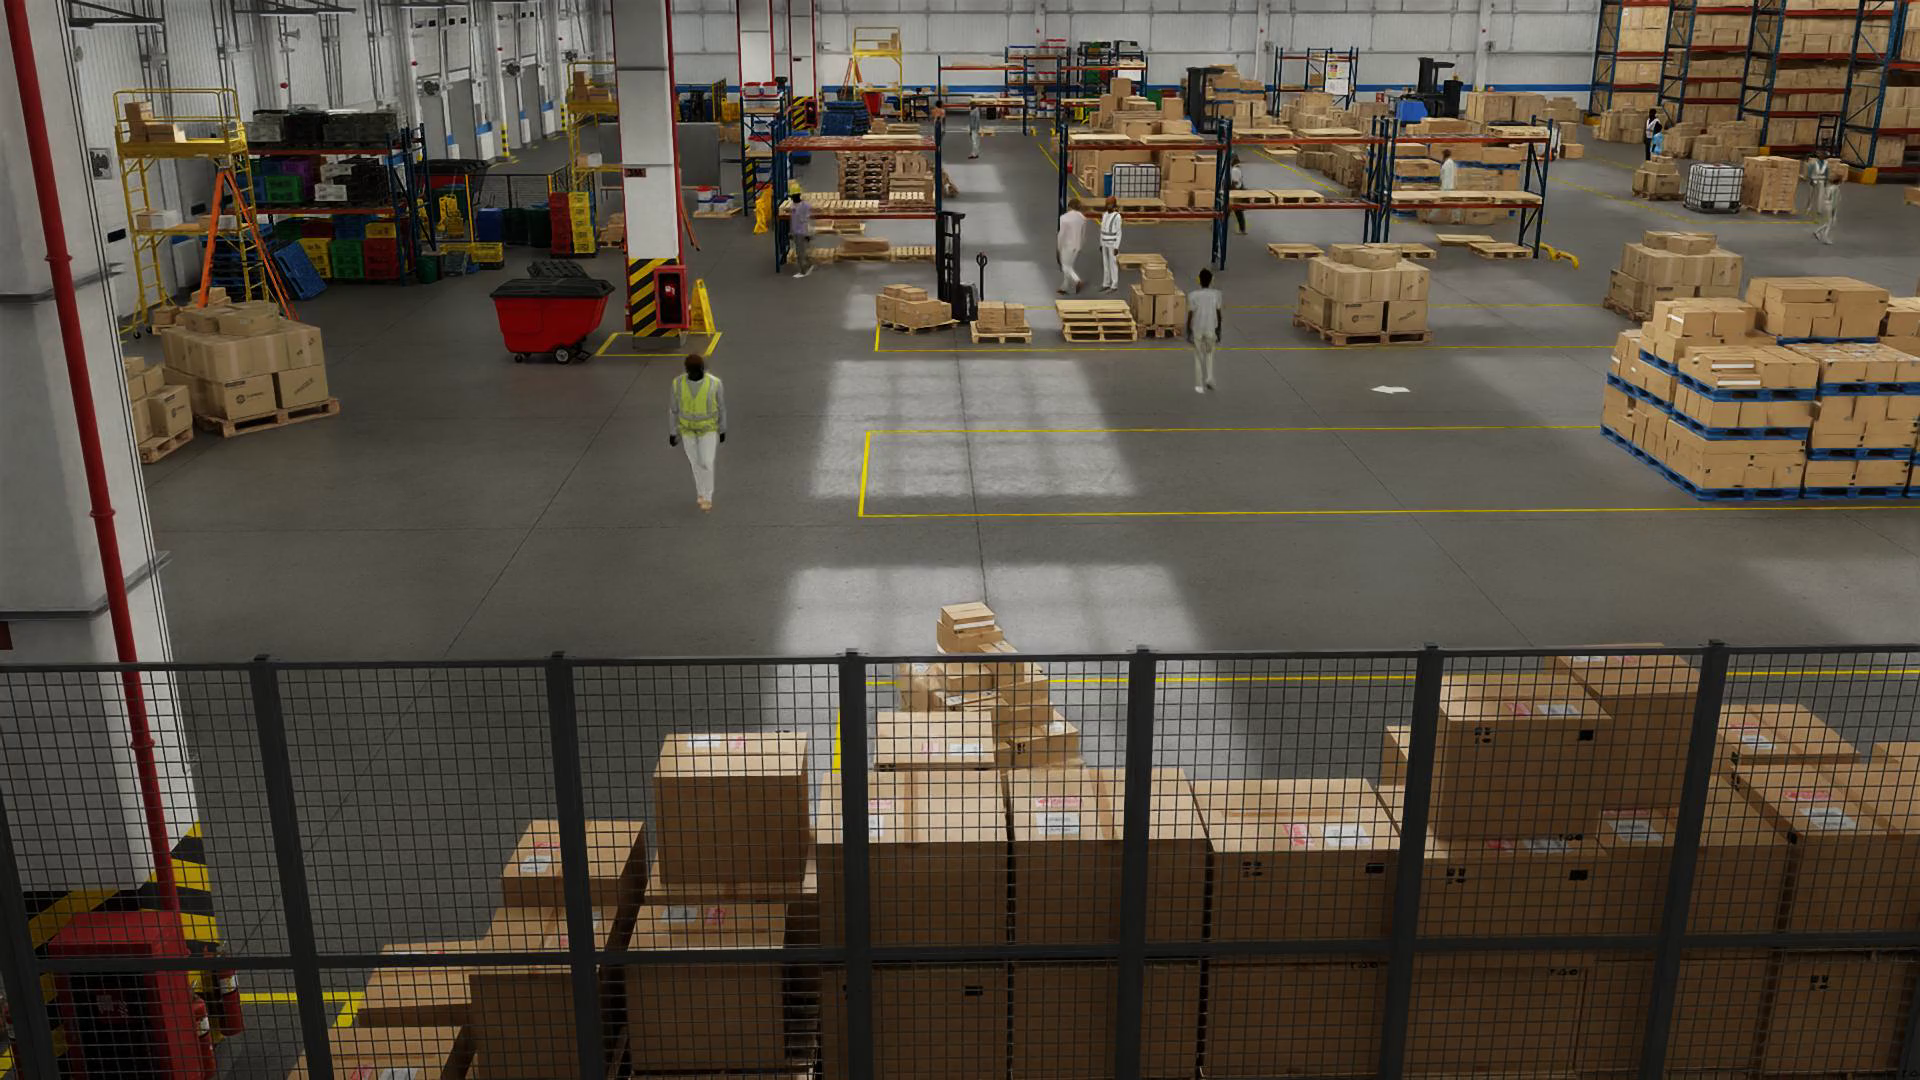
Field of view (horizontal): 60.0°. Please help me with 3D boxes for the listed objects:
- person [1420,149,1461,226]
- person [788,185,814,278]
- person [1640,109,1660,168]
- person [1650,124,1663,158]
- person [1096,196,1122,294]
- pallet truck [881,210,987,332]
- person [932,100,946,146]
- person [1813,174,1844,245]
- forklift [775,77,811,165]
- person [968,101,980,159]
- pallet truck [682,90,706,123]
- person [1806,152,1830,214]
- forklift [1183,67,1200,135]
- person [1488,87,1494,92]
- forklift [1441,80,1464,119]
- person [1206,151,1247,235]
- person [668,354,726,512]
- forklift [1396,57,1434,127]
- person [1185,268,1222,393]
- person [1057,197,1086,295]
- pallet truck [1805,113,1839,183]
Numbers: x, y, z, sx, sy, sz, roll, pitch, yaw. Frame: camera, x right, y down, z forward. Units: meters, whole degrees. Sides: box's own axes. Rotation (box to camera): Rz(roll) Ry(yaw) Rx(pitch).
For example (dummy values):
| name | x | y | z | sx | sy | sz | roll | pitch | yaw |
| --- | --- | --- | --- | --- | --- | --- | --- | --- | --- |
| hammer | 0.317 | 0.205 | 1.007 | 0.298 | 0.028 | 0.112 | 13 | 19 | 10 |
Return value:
| name | x | y | z | sx | sy | sz | roll | pitch | yaw |
| --- | --- | --- | --- | --- | --- | --- | --- | --- | --- |
| person | 12.119 | -8.792 | 41.505 | 1.034 | 1.878 | 0.651 | 9 | 21 | 26 |
| person | -3.310 | -6.320 | 34.108 | 0.421 | 1.915 | 0.590 | -13 | 23 | -35 |
| person | 22.463 | -13.036 | 54.042 | 0.391 | 1.912 | 0.589 | -3 | 19 | -8 |
| person | 21.306 | -11.887 | 50.960 | 0.316 | 1.695 | 0.542 | 18 | 25 | 42 |
| person | 2.921 | -5.766 | 32.511 | 0.346 | 1.884 | 0.584 | -10 | 21 | -28 |
| pallet truck | -0.493 | -4.759 | 29.349 | 1.885 | 1.965 | 0.823 | -13 | 23 | -34 |
| person | -0.752 | -15.307 | 61.109 | 0.552 | 1.682 | 0.434 | 8 | 20 | 21 |
| person | 20.191 | -7.670 | 38.553 | 0.423 | 1.622 | 0.531 | 7 | 20 | 20 |
| forklift | -5.920 | -13.893 | 55.085 | 1.873 | 2.768 | 1.129 | -1 | 19 | -1 |
| person | 0.483 | -14.060 | 57.054 | 0.362 | 1.933 | 0.625 | 7 | 20 | 20 |
| pallet truck | -9.671 | -15.907 | 62.421 | 0.823 | 1.965 | 1.885 | 5 | 19 | 15 |
| person | 22.596 | -9.424 | 43.814 | 0.499 | 1.593 | 0.849 | 5 | 19 | 15 |
| forklift | 8.517 | -15.885 | 60.997 | 1.873 | 2.768 | 1.129 | -1 | 19 | -1 |
| person | 20.707 | -16.757 | 65.085 | 0.576 | 1.896 | 0.915 | 10 | 21 | 26 |
| forklift | 15.644 | -13.239 | 53.146 | 1.873 | 2.768 | 1.129 | -1 | 19 | -1 |
| person | 6.481 | -8.367 | 39.985 | 1.002 | 2.000 | 0.697 | 2 | 19 | 5 |
| person | -3.047 | -1.227 | 19.147 | 0.647 | 1.812 | 0.771 | 1 | 19 | 4 |
| forklift | 19.159 | -18.499 | 68.750 | 1.873 | 2.768 | 1.129 | -1 | 19 | -1 |
| person | 3.603 | -3.099 | 24.634 | 0.548 | 1.859 | 0.385 | -2 | 19 | -5 |
| person | 2.197 | -5.651 | 32.167 | 0.654 | 1.895 | 0.716 | -13 | 23 | -34 |
| pallet truck | 26.403 | -11.957 | 50.702 | 0.823 | 1.965 | 1.885 | 6 | 19 | 16 |
